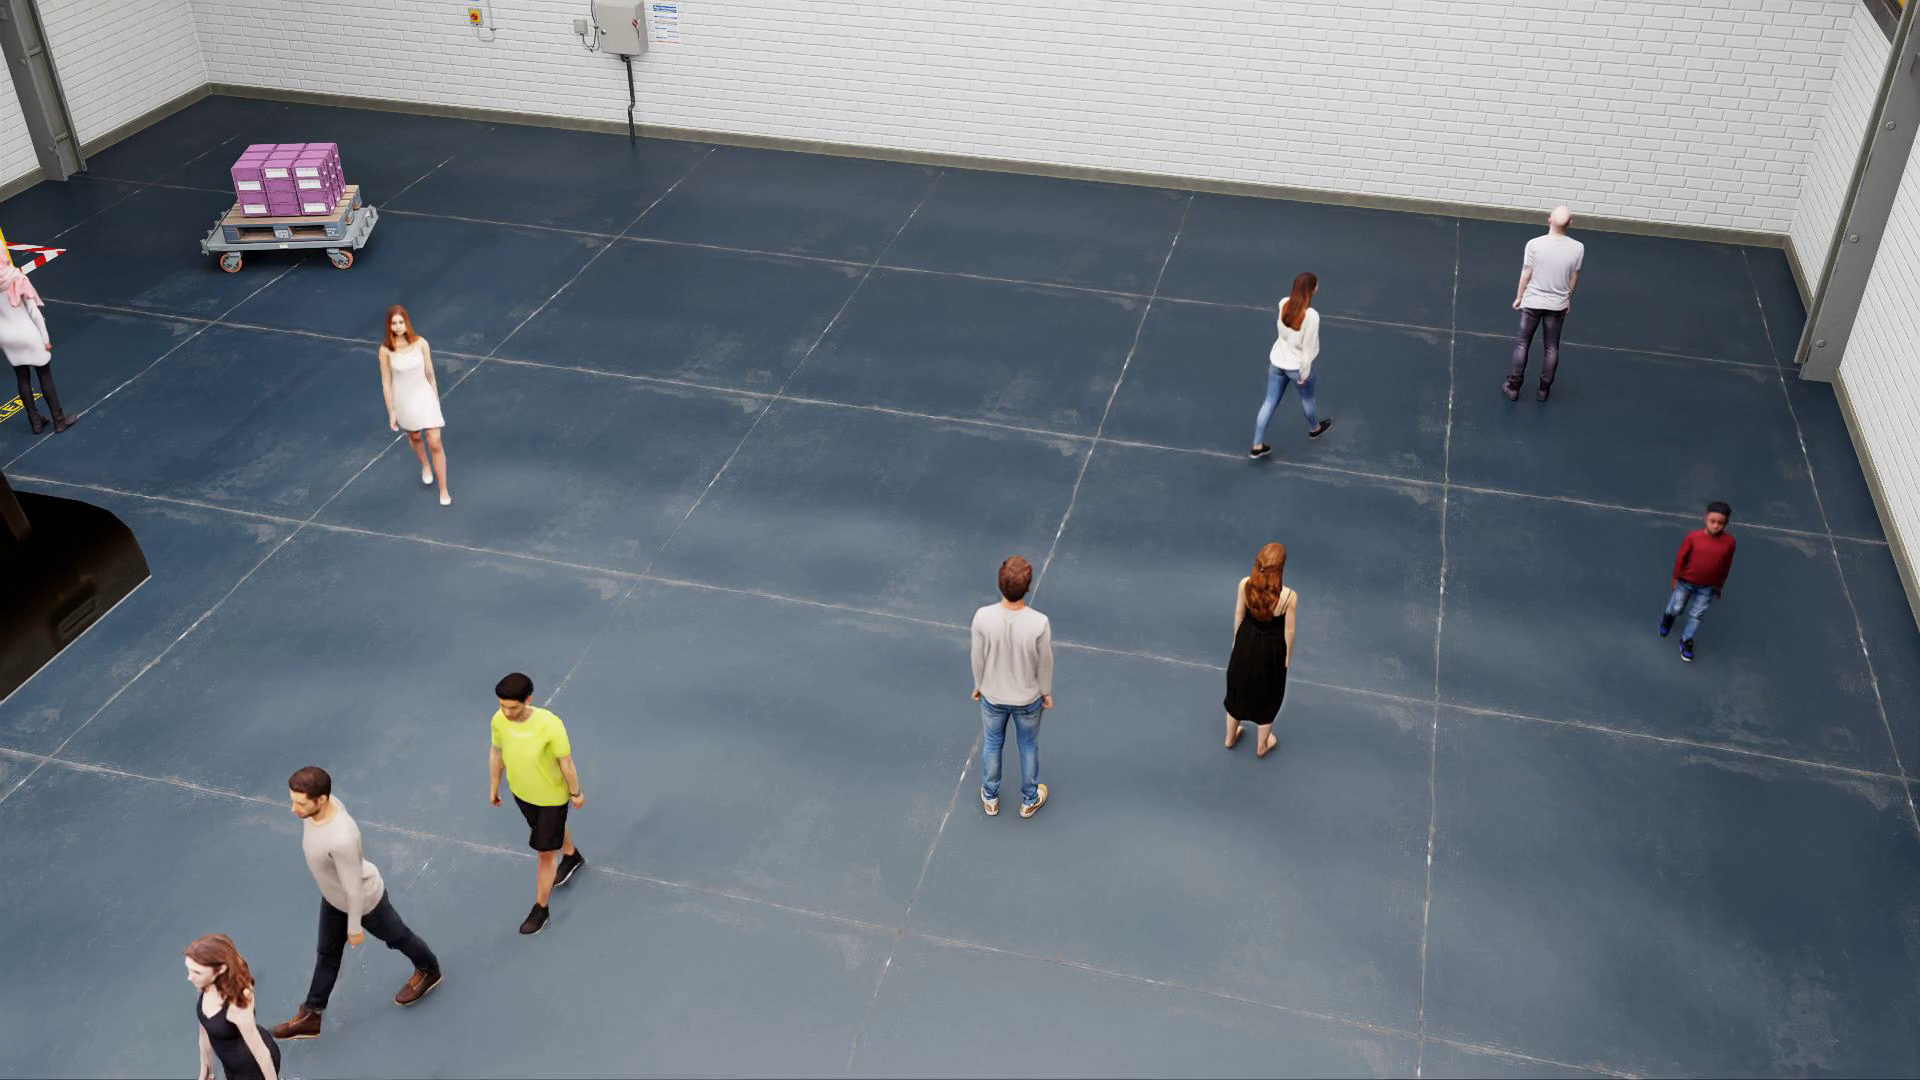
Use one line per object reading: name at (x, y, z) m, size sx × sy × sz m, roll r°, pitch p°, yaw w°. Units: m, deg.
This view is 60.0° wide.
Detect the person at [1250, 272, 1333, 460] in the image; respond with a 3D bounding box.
person at (2.724, -1.423, 13.975) m, size 1.200 × 1.638 × 1.025 m, roll -25°, pitch 41°, yaw -33°

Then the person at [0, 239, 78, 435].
person at (-8.082, -1.749, 14.317) m, size 0.702 × 1.804 × 0.688 m, roll -3°, pitch 34°, yaw -5°

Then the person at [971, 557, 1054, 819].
person at (0.320, 0.927, 10.200) m, size 0.678 × 1.905 × 0.597 m, roll 5°, pitch 34°, yaw 8°

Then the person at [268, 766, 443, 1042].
person at (-3.136, 1.869, 8.869) m, size 1.282 × 1.808 × 1.059 m, roll -28°, pitch 43°, yaw -35°

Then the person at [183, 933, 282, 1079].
person at (-3.343, 2.473, 8.030) m, size 0.726 × 1.731 × 0.806 m, roll 27°, pitch 42°, yaw 34°

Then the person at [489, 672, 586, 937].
person at (-2.409, 1.391, 9.708) m, size 0.750 × 1.676 × 1.011 m, roll 13°, pitch 36°, yaw 19°

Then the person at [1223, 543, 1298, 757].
person at (1.939, 0.711, 10.777) m, size 0.598 × 1.624 × 0.618 m, roll 16°, pitch 37°, yaw 22°

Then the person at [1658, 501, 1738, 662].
person at (5.247, 0.246, 11.819) m, size 0.491 × 1.247 × 0.601 m, roll 8°, pitch 34°, yaw 12°

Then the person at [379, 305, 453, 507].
person at (-4.453, -1.164, 13.551) m, size 0.911 × 1.676 × 1.095 m, roll -9°, pitch 35°, yaw -13°

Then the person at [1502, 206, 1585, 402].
person at (5.198, -2.098, 14.817) m, size 0.674 × 1.831 × 0.615 m, roll 5°, pitch 34°, yaw 7°
